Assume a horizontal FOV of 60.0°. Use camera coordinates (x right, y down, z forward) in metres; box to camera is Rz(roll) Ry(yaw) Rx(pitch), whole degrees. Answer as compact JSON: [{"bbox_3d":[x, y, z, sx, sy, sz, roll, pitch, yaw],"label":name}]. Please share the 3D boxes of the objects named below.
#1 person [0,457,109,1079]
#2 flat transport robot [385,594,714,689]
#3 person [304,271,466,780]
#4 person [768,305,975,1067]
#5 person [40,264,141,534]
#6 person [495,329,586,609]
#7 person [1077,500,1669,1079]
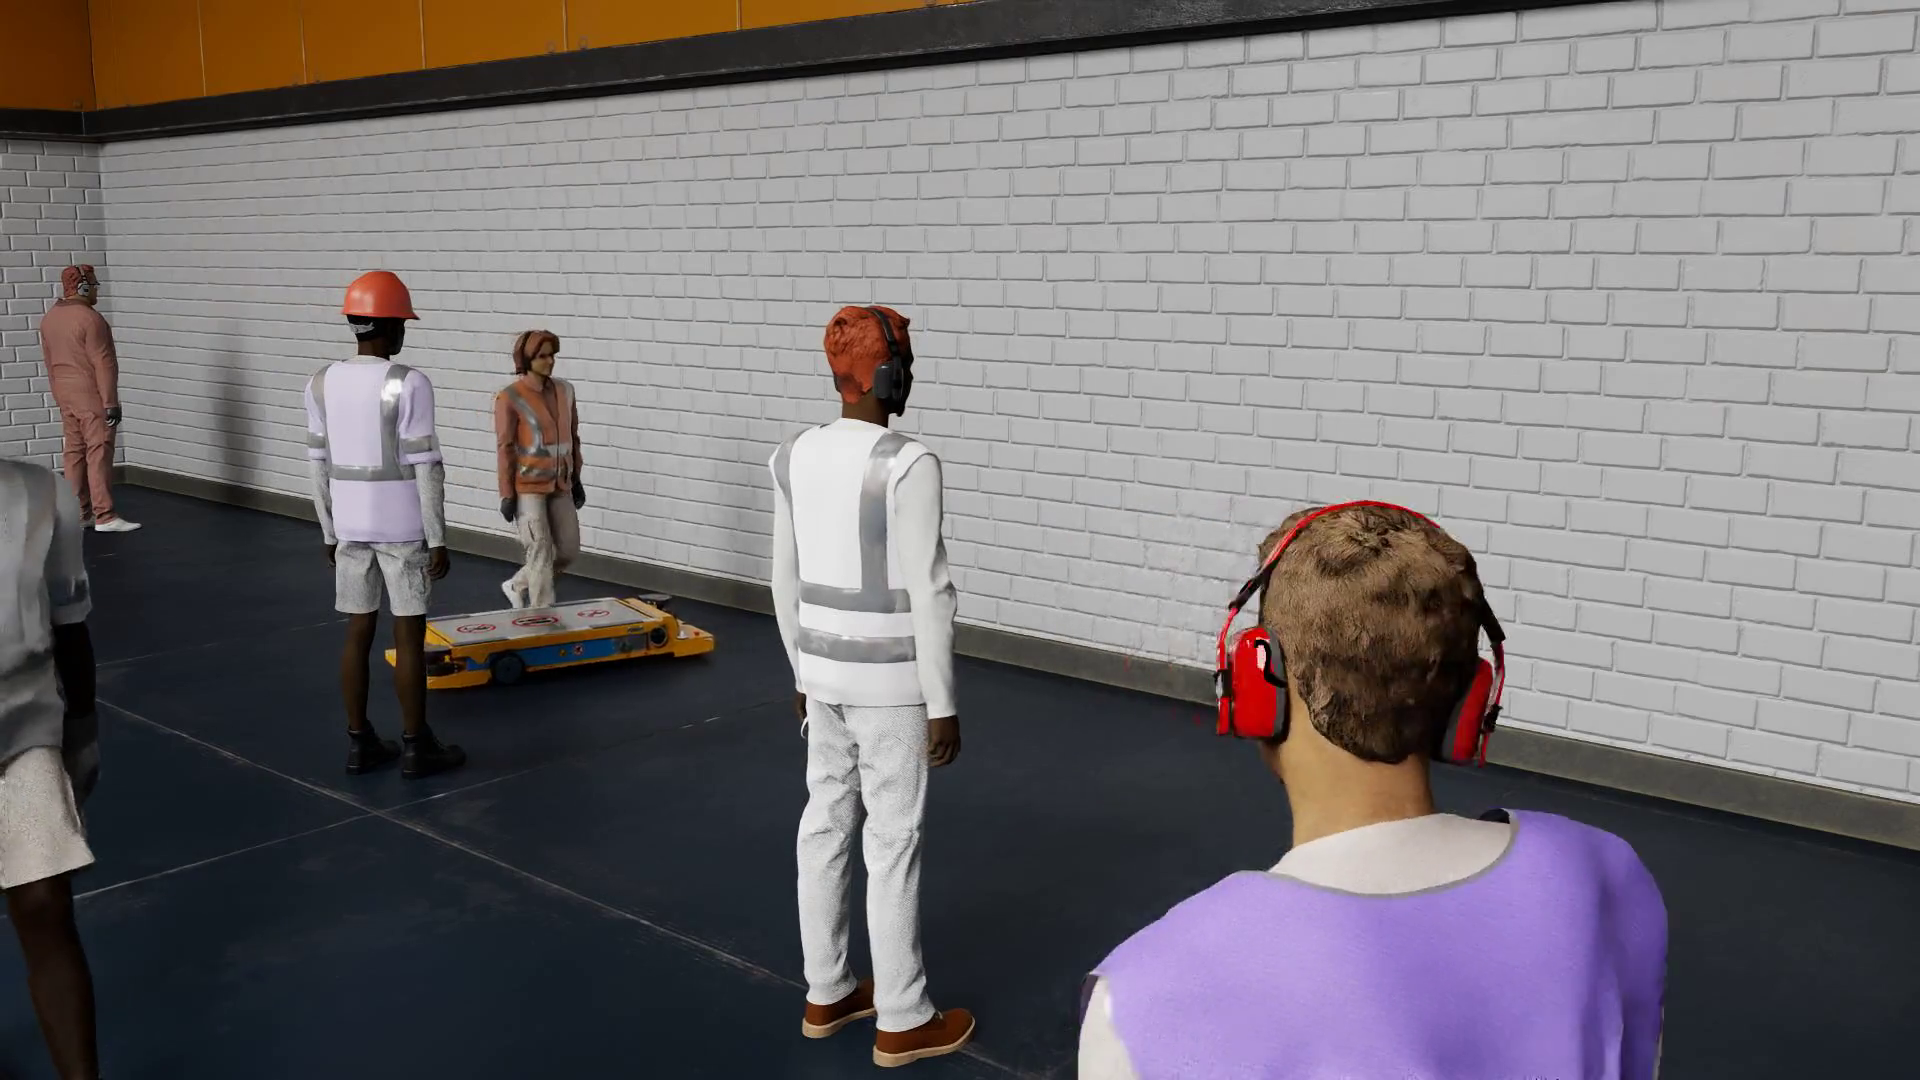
[{"bbox_3d":[-2.161,0.454,3.613,0.593,1.896,1.029,-8,13,-38],"label":"person"},{"bbox_3d":[-1.990,0.476,8.104,1.431,0.197,0.652,-6,12,-32],"label":"flat transport robot"},{"bbox_3d":[-2.193,-0.052,6.373,0.552,1.934,0.373,3,10,17],"label":"person"},{"bbox_3d":[-0.224,0.366,4.156,0.572,1.880,0.355,9,14,42],"label":"person"},{"bbox_3d":[-6.198,-1.000,11.854,0.652,1.906,0.409,6,11,29],"label":"person"},{"bbox_3d":[-2.164,-0.258,8.426,0.509,1.622,0.523,5,11,28],"label":"person"},{"bbox_3d":[0.325,0.885,1.436,0.837,1.818,0.420,-4,11,-23],"label":"person"}]
